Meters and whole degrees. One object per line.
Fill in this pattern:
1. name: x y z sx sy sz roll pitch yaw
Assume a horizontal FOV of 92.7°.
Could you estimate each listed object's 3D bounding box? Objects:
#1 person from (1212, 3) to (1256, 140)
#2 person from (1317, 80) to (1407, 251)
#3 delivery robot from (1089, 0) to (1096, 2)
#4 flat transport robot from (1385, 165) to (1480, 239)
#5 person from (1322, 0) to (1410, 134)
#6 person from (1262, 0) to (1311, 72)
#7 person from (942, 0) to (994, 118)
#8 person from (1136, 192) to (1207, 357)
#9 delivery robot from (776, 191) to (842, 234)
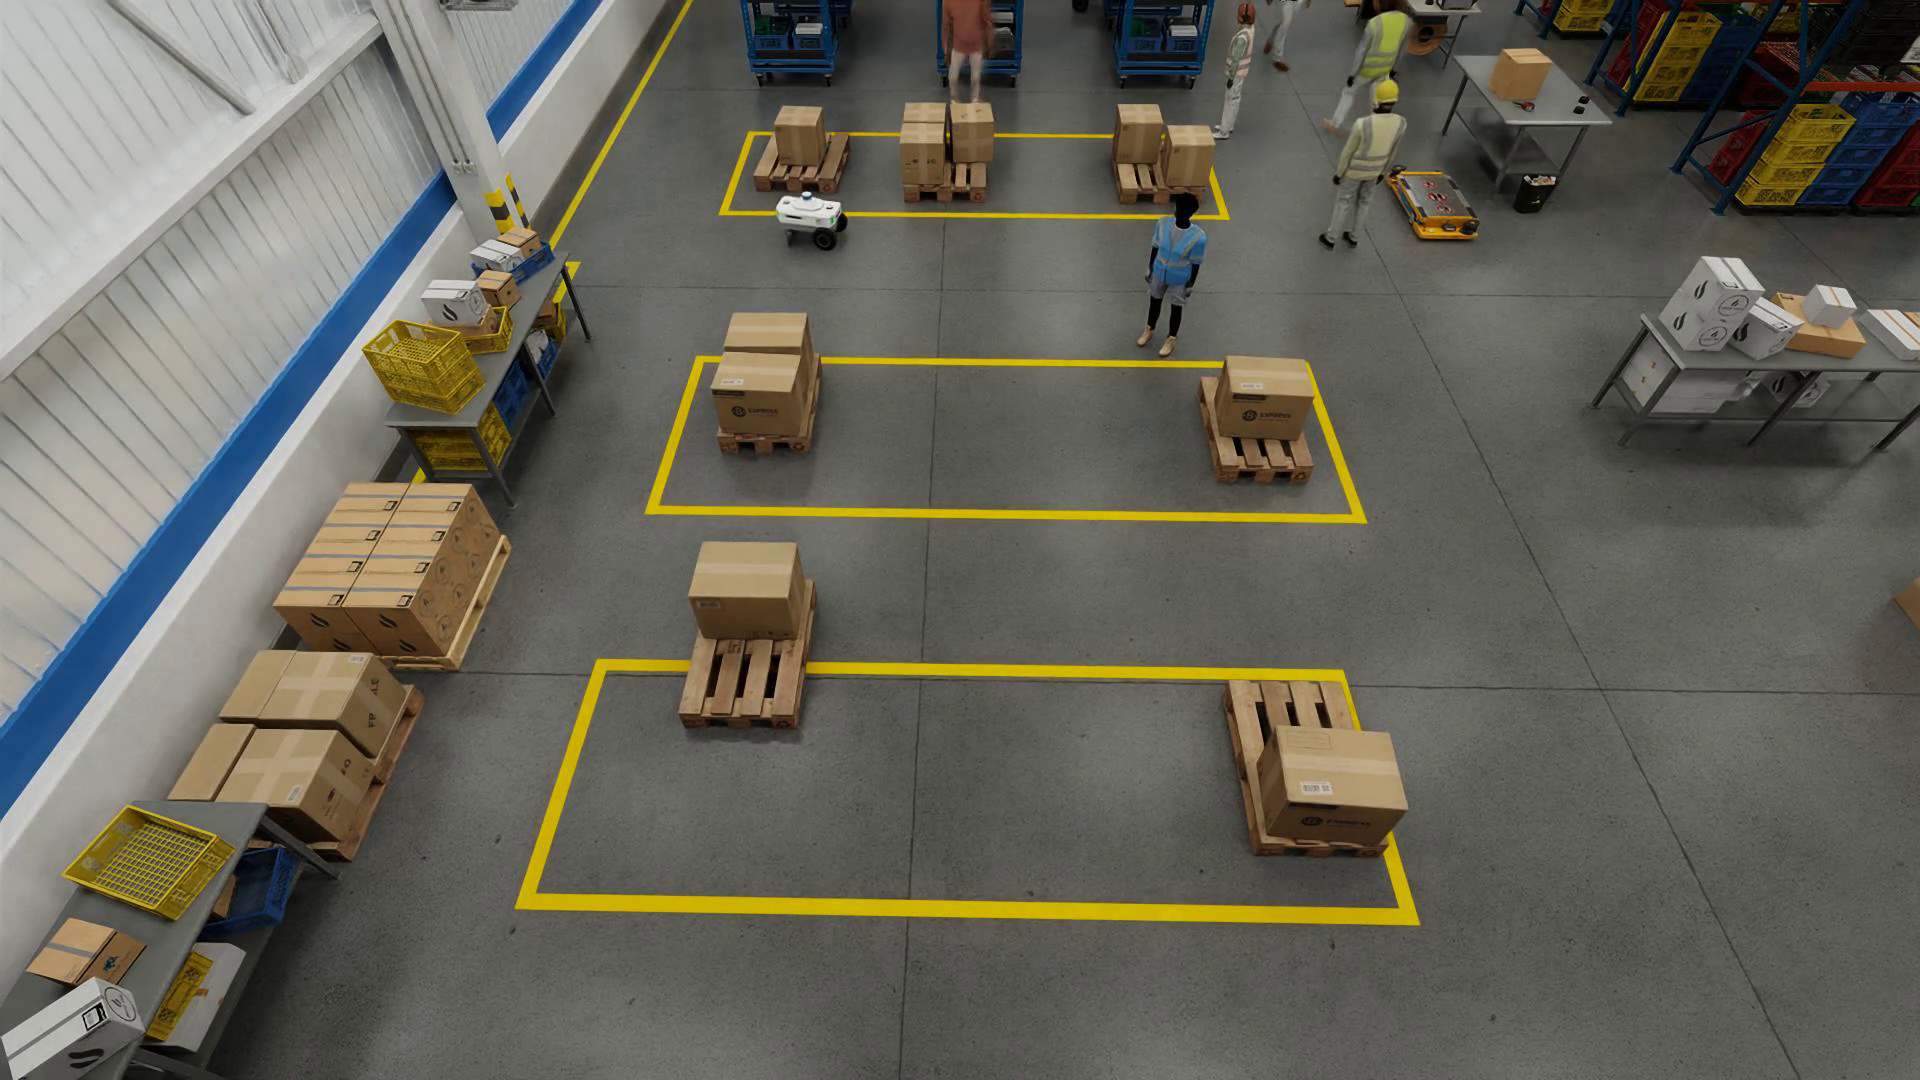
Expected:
1. person: 3.568 -6.044 11.853 0.313 1.634 0.514 19 52 15
2. person: 4.394 -4.050 10.003 0.594 1.824 0.403 -9 50 -8
3. delivery robot: 2.247 -9.189 15.220 0.707 0.478 0.477 2 49 3
4. flat transport robot: 5.692 -4.094 11.059 0.652 0.197 1.431 1 49 1
5. person: 5.259 -6.045 11.764 0.707 1.765 0.889 -11 50 -9
6. person: 4.807 -7.994 13.373 0.628 1.904 0.905 -9 50 -8
7. person: 0.087 -6.452 12.008 0.706 1.944 0.381 3 49 3
8. person: 2.033 -2.533 8.776 0.535 1.695 0.319 30 56 24
9. delivery robot: -1.730 -3.750 10.515 0.707 0.478 0.477 10 50 8
